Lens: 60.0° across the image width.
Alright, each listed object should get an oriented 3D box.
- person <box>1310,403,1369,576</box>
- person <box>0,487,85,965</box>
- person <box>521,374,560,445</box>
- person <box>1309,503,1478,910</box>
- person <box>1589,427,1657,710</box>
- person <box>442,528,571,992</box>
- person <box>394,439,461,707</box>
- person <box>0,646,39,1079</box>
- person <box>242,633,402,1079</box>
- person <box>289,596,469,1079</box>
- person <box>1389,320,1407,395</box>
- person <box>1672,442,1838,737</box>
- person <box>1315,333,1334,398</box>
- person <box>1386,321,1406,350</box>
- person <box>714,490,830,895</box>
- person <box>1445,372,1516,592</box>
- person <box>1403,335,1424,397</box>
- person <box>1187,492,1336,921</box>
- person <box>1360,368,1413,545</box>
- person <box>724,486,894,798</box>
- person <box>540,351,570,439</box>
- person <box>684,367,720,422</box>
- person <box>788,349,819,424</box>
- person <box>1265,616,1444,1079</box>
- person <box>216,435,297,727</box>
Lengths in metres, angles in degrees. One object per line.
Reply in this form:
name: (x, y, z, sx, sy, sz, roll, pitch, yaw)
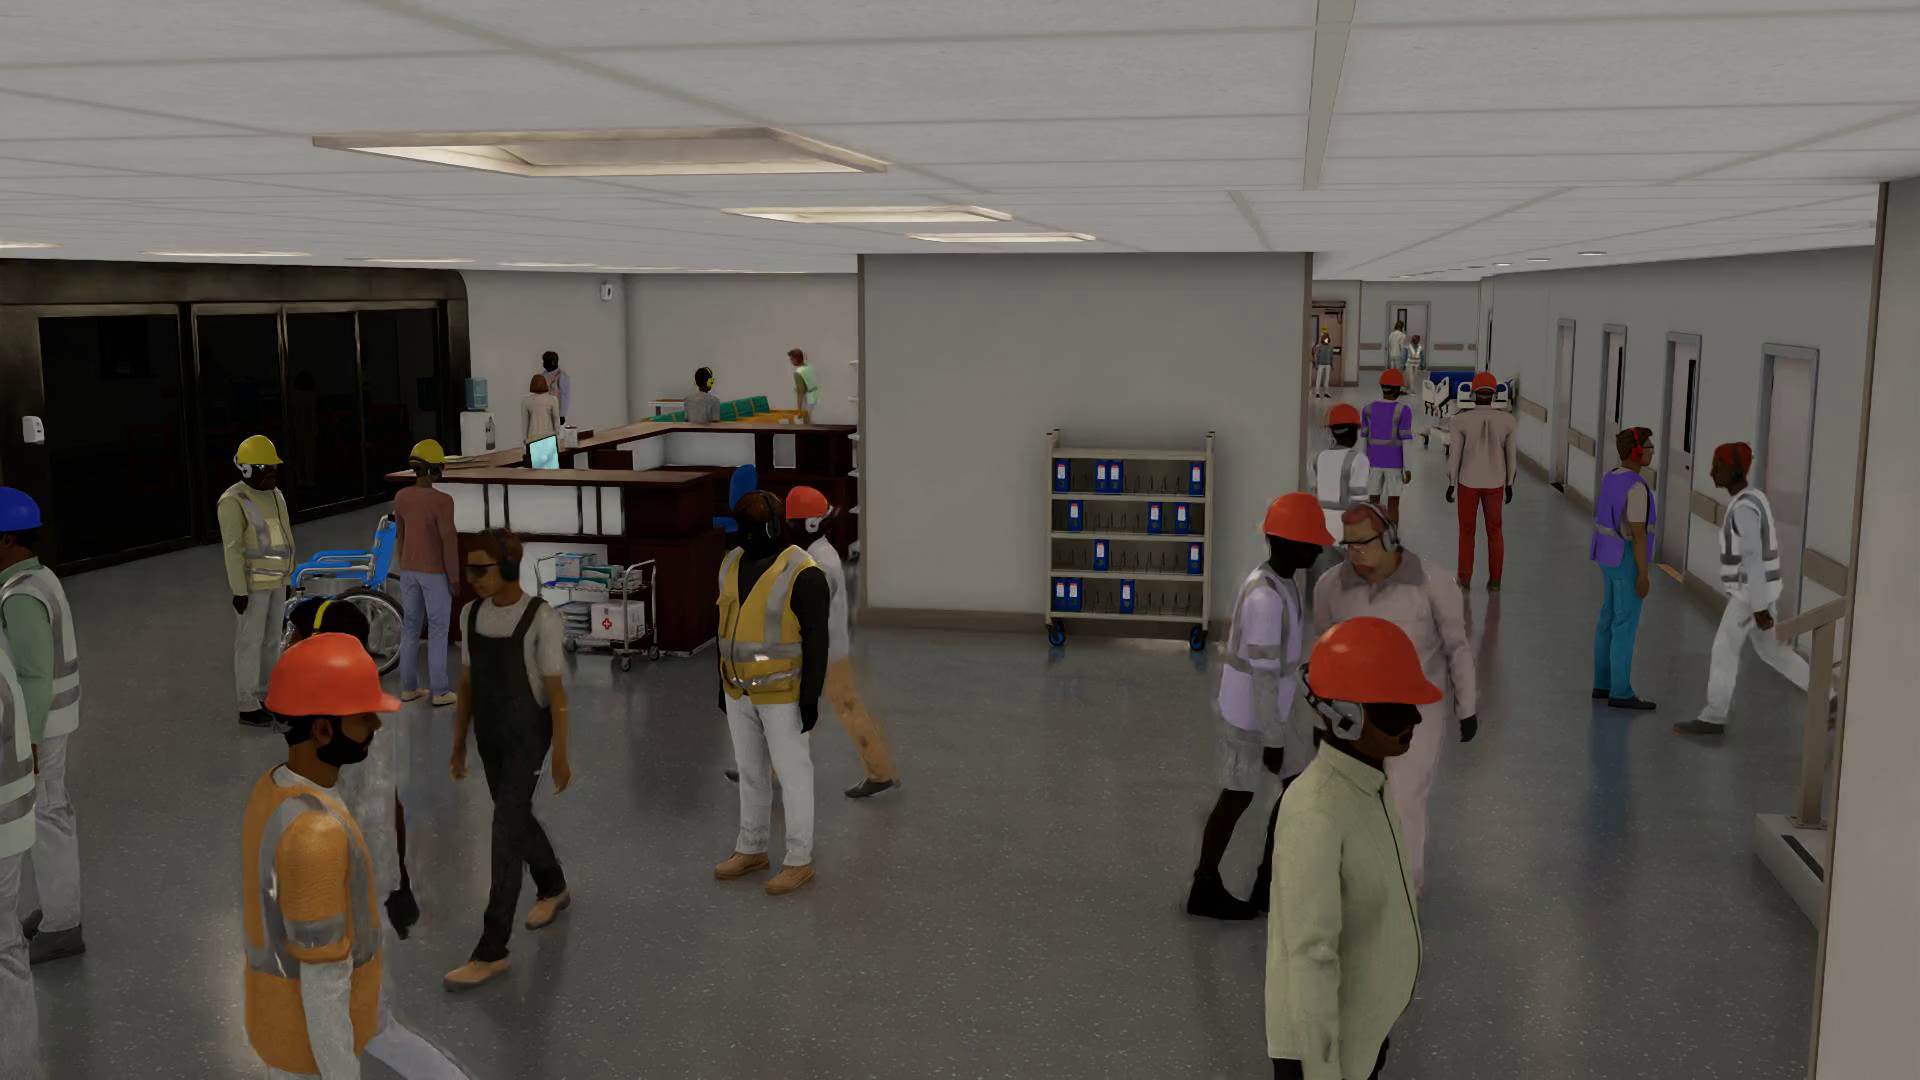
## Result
person: (2.791, -0.032, 12.116, 0.492, 1.910, 0.585, -5, 10, -31)
person: (-3.813, 0.749, 6.816, 0.388, 1.947, 0.615, -4, 10, -27)
person: (-5.498, -1.360, 21.844, 0.497, 1.636, 0.285, -2, 9, -11)
person: (1.838, 0.749, 7.174, 0.674, 1.842, 0.814, 6, 11, 36)
person: (4.362, 0.180, 10.937, 0.390, 1.845, 0.565, 0, 9, 0)
person: (-1.857, 0.831, 6.832, 0.533, 1.786, 0.929, 5, 10, 29)
person: (-3.509, 0.214, 11.016, 0.521, 1.758, 0.349, 5, 10, 28)
person: (-3.197, 0.965, 5.383, 0.384, 1.949, 0.604, -5, 10, -30)
person: (-1.526, 1.177, 4.053, 0.391, 1.928, 0.547, -5, 10, -28)
person: (-1.798, 1.076, 5.038, 0.914, 1.836, 0.519, 0, 9, 0)
person: (11.388, -4.732, 43.231, 0.372, 1.938, 0.630, -3, 9, -22)
person: (4.885, 0.327, 10.013, 0.920, 1.846, 0.608, 5, 10, 29)
person: (9.231, -4.417, 42.133, 0.498, 1.634, 0.280, -2, 9, -11)
person: (14.335, -6.341, 54.643, 0.619, 1.723, 0.393, 2, 9, 16)
person: (-0.888, 0.686, 7.595, 0.634, 1.841, 0.429, 7, 11, 38)
person: (4.722, -0.523, 15.104, 0.623, 1.992, 0.397, 0, 9, 1)
person: (11.654, -4.503, 42.873, 0.523, 1.597, 0.774, -1, 9, -9)
person: (1.300, 0.730, 7.084, 0.690, 1.896, 0.562, 4, 9, 23)
person: (4.380, -0.787, 17.041, 0.551, 1.935, 0.375, 7, 11, 40)
person: (-0.784, 0.558, 8.906, 0.924, 1.699, 0.585, -2, 9, -11)
person: (-6.002, -1.857, 24.466, 0.626, 1.844, 0.429, 7, 11, 39)
person: (-2.935, -1.043, 19.029, 0.506, 1.861, 0.329, 4, 10, 26)
person: (-2.420, -2.145, 26.467, 0.564, 1.806, 0.662, 2, 9, 15)
person: (0.906, 1.161, 3.923, 0.383, 1.996, 0.609, 4, 9, 23)
person: (-4.411, 0.249, 10.517, 0.404, 1.829, 0.600, 1, 9, 6)
